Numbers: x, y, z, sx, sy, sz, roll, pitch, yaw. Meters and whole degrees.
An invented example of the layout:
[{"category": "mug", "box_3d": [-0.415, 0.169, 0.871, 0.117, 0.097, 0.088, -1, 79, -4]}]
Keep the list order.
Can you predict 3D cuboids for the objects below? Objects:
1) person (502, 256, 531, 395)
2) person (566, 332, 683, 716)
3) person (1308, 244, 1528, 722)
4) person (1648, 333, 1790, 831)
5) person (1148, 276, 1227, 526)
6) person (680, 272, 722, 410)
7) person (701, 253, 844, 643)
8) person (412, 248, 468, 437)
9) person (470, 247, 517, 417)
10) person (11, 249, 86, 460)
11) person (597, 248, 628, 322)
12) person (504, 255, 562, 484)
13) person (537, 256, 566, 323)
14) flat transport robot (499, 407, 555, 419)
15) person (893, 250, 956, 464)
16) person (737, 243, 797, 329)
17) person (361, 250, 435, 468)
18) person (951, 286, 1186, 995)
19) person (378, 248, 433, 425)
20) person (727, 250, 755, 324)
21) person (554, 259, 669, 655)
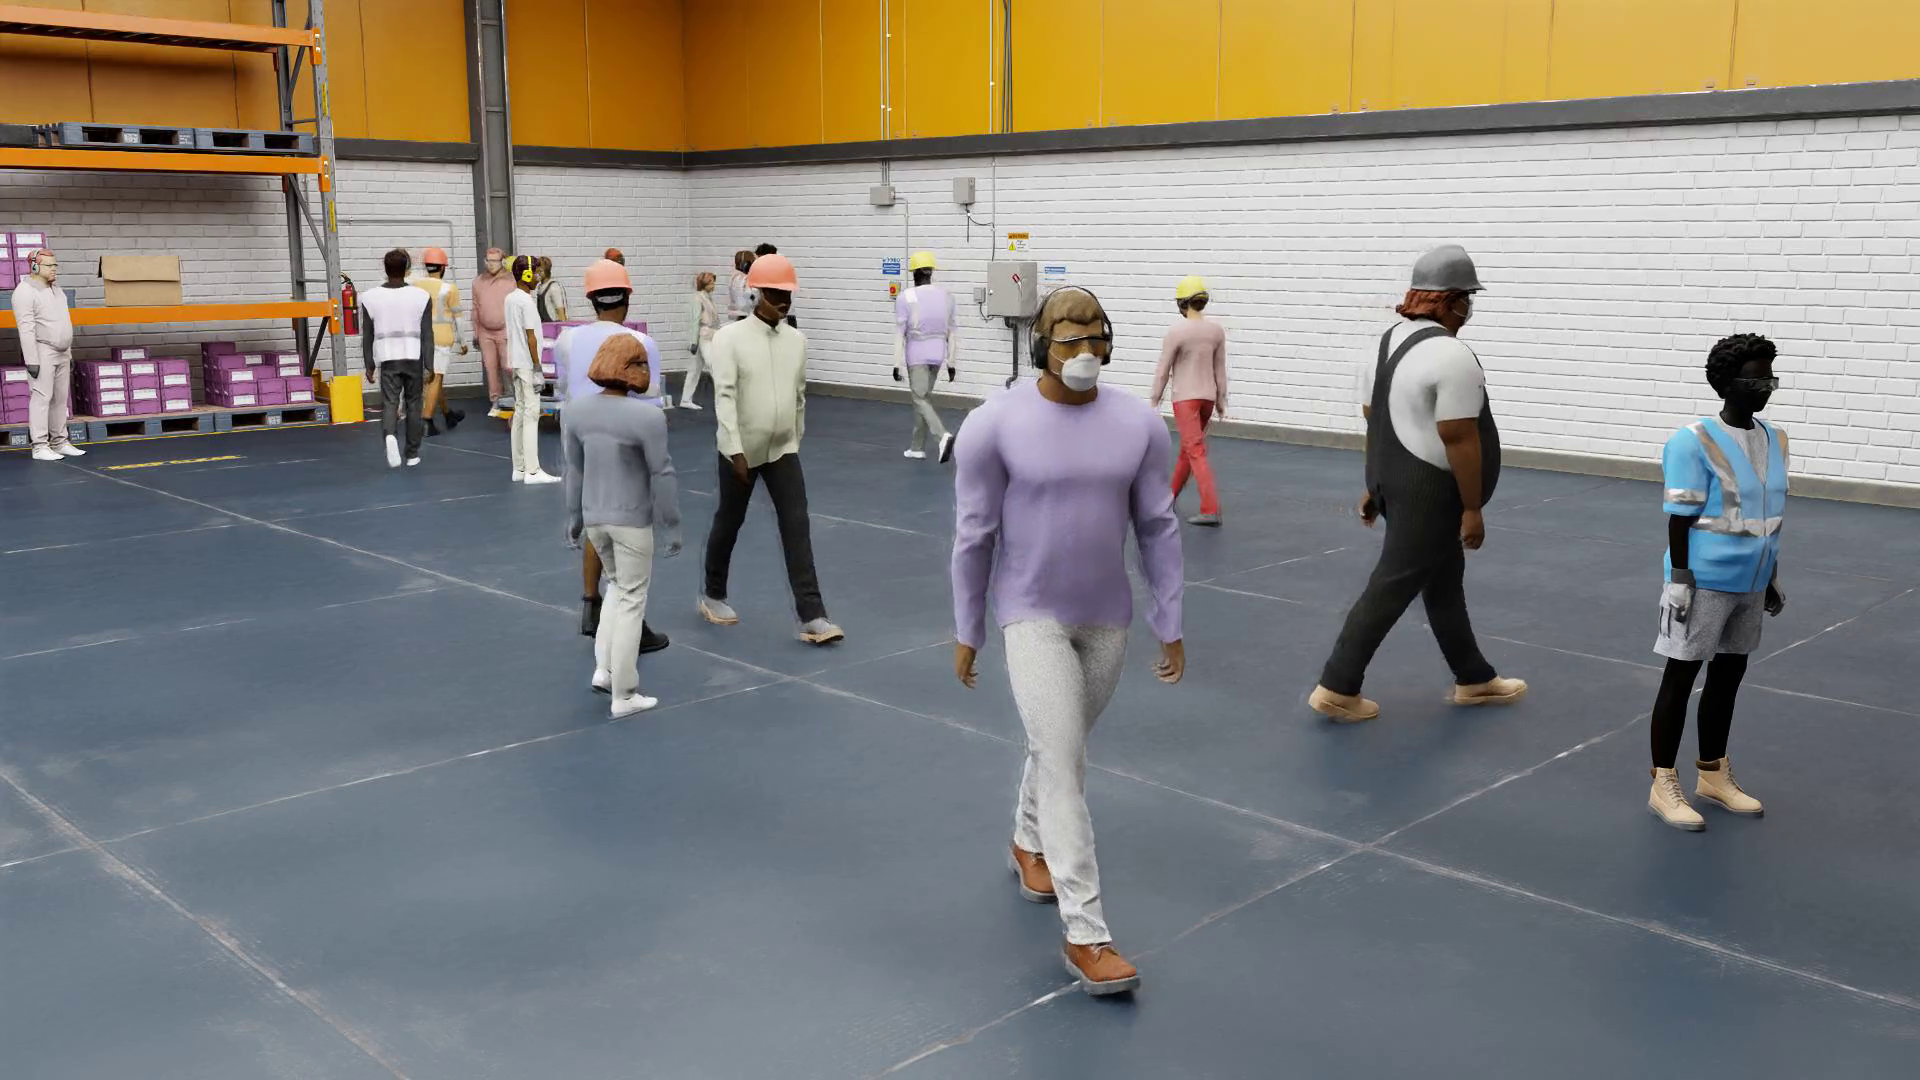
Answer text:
[{"category": "person", "box_3d": [-5.258, -2.443, 19.573, 0.598, 1.786, 0.631, 4, 11, 21]}, {"category": "person", "box_3d": [-1.416, -0.063, 7.037, 0.532, 1.618, 0.380, 5, 12, 27]}, {"category": "person", "box_3d": [1.928, -0.253, 6.923, 1.033, 2.000, 0.697, -2, 11, -9]}, {"category": "person", "box_3d": [2.621, 0.140, 5.718, 0.531, 1.697, 0.320, -5, 11, -25]}, {"category": "person", "box_3d": [1.578, -0.986, 11.758, 0.538, 1.723, 0.881, -7, 12, -33]}, {"category": "person", "box_3d": [-2.880, -2.280, 19.183, 0.842, 1.594, 0.528, 1, 10, 4]}, {"category": "person", "box_3d": [-1.007, -0.466, 8.405, 0.619, 1.940, 1.071, -8, 13, -38]}, {"category": "person", "box_3d": [-5.323, -2.028, 17.012, 0.544, 1.882, 0.984, 3, 11, 15]}, {"category": "person", "box_3d": [-5.169, -2.327, 18.663, 0.644, 1.893, 0.472, 2, 11, 9]}, {"category": "person", "box_3d": [-8.247, -1.673, 15.073, 0.401, 1.900, 0.636, 0, 10, 1]}, {"category": "person", "box_3d": [-4.103, -2.506, 19.668, 0.375, 1.871, 0.693, 2, 11, 13]}, {"category": "person", "box_3d": [-3.534, -1.393, 13.624, 0.329, 1.865, 0.515, -8, 13, -36]}, {"category": "person", "box_3d": [-4.684, -2.349, 19.083, 0.974, 1.786, 0.598, -5, 11, -24]}, {"category": "flat transport robot", "box_3d": [-4.322, -1.482, 18.451, 1.431, 0.197, 0.652, -1, 11, -3]}, {"category": "person", "box_3d": [-0.269, -1.623, 14.804, 0.623, 1.888, 0.873, -7, 12, -32]}, {"category": "person", "box_3d": [-1.947, -2.013, 16.771, 0.617, 1.945, 0.497, -5, 12, -26]}, {"category": "person", "box_3d": [-4.871, -1.559, 14.448, 0.595, 1.898, 0.753, -2, 11, -13]}, {"category": "person", "box_3d": [0.310, 0.227, 4.737, 0.648, 1.889, 1.014, -4, 11, -20]}, {"category": "person", "box_3d": [-5.981, -2.204, 18.009, 0.648, 1.887, 1.047, 1, 10, 4]}, {"category": "person", "box_3d": [-2.578, -2.556, 20.022, 0.429, 1.842, 0.636, -2, 11, -10]}, {"category": "person", "box_3d": [-1.710, -0.405, 8.123, 0.600, 1.902, 0.517, 3, 11, 17]}]
